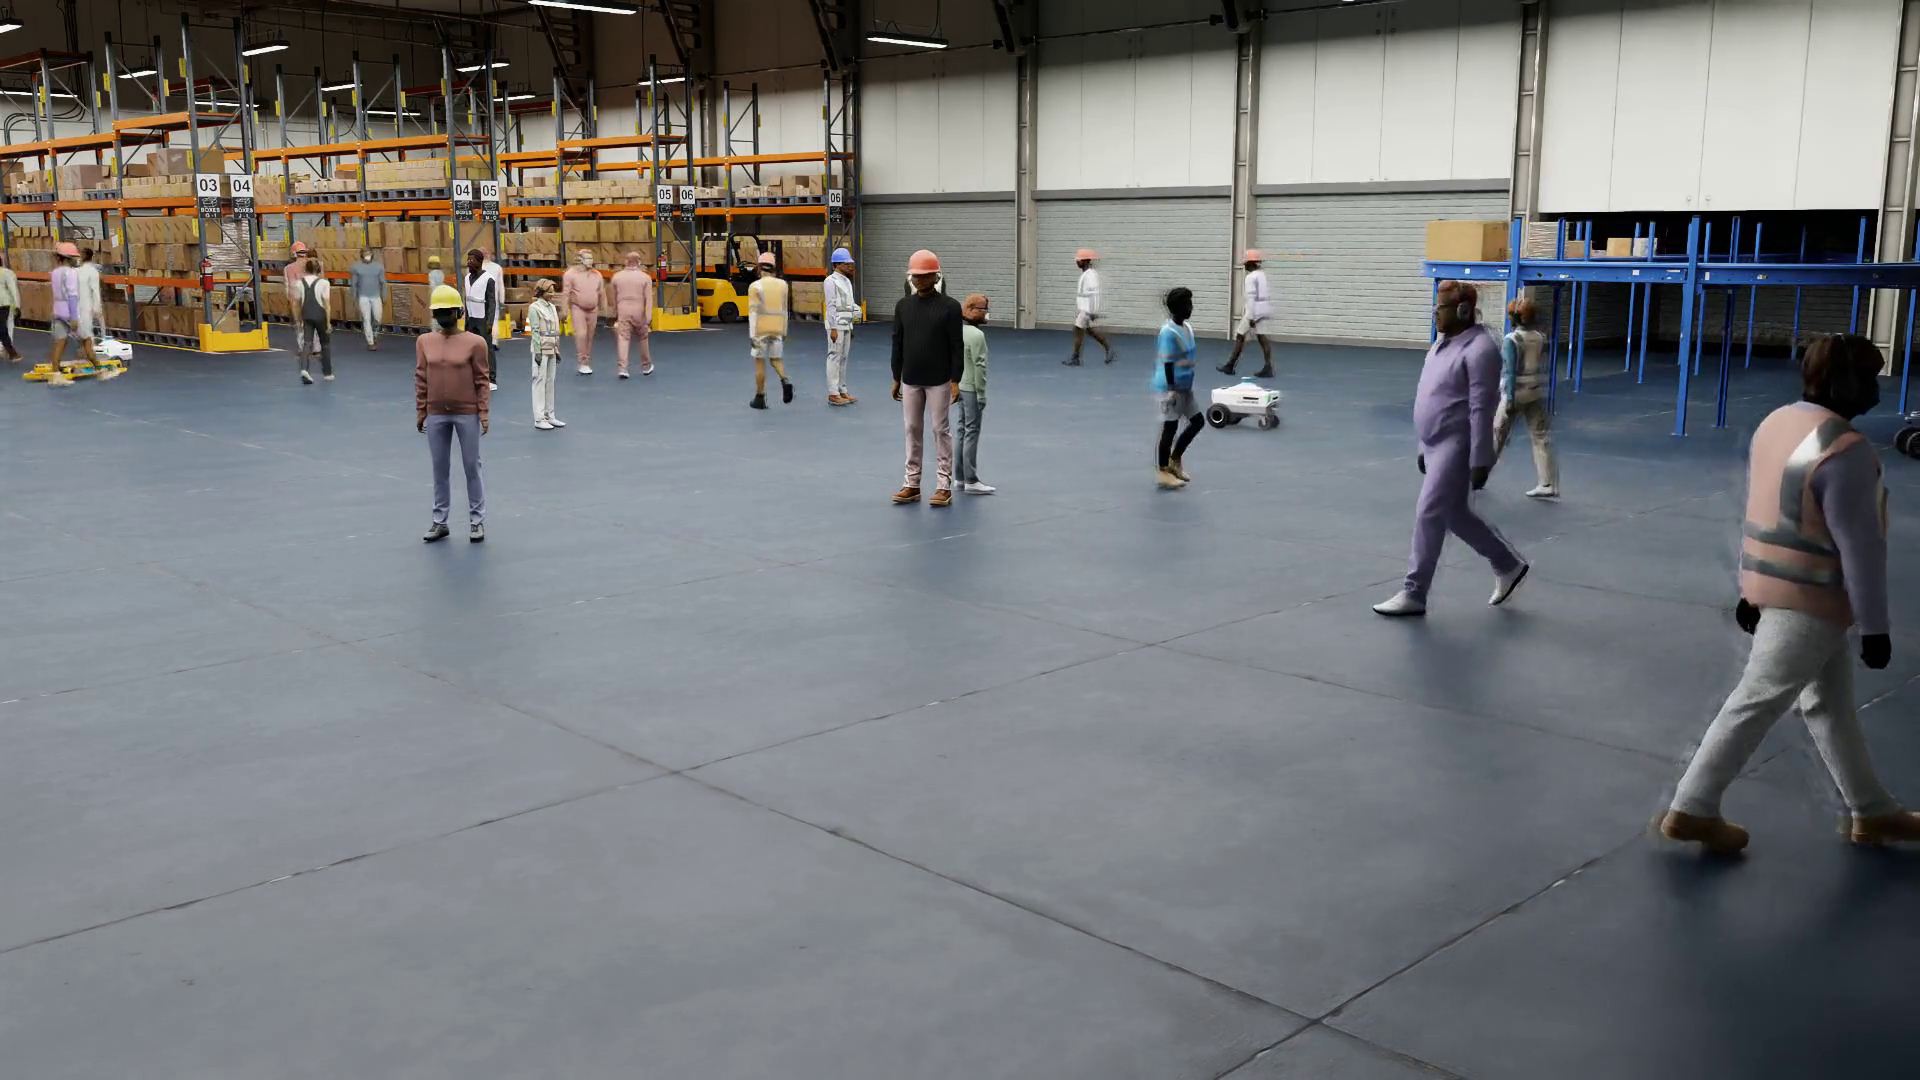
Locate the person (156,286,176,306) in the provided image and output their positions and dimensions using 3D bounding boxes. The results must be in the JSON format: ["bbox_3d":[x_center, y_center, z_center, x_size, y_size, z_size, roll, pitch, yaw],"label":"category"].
[{"bbox_3d":[-17.421,-5.394,36.636,0.797,1.605,0.513,10,14,44],"label":"person"}]

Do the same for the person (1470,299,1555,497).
[{"bbox_3d":[4.521,-1.159,13.544,0.538,1.587,0.878,-7,13,-35],"label":"person"}]

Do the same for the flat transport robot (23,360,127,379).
[{"bbox_3d":[-13.287,-2.571,24.995,0.652,0.197,1.431,2,11,10],"label":"flat transport robot"}]

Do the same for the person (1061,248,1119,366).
[{"bbox_3d":[2.152,-3.809,27.209,0.897,1.908,0.546,0,10,-3],"label":"person"}]

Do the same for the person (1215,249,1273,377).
[{"bbox_3d":[4.333,-3.411,25.040,0.969,1.887,0.563,8,13,38],"label":"person"}]

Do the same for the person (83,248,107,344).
[{"bbox_3d":[-17.014,-4.782,32.575,0.535,1.868,0.309,-9,14,-41],"label":"person"}]

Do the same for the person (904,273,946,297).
[{"bbox_3d":[-0.509,-3.269,24.417,0.646,1.832,0.495,-2,11,-9],"label":"person"}]

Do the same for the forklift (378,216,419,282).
[{"bbox_3d":[-17.868,-9.201,54.028,1.873,2.768,1.129,-10,14,-44],"label":"forklift"}]

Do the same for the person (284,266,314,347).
[{"bbox_3d":[-12.664,-4.674,31.974,0.573,1.880,0.963,-4,11,-22],"label":"person"}]

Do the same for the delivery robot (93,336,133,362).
[{"bbox_3d":[-13.285,-2.948,26.019,0.477,0.478,0.707,1,10,4],"label":"delivery robot"}]

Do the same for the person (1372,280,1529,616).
[{"bbox_3d":[2.807,-0.519,9.326,0.901,1.875,0.651,-1,10,-6],"label":"person"}]

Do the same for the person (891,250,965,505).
[{"bbox_3d":[-0.273,-1.271,13.088,0.626,1.991,0.393,5,12,27],"label":"person"}]

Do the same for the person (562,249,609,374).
[{"bbox_3d":[-5.669,-3.457,25.287,0.693,1.886,0.773,-8,13,-39],"label":"person"}]

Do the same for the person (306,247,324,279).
[{"bbox_3d":[-14.466,-5.587,37.049,0.924,1.852,0.587,9,14,42],"label":"person"}]

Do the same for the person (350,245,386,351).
[{"bbox_3d":[-10.946,-4.483,30.791,0.634,1.922,0.531,-5,12,-26],"label":"person"}]

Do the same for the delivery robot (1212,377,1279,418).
[{"bbox_3d":[3.171,-1.563,18.467,0.707,0.478,0.477,6,12,29],"label":"delivery robot"}]

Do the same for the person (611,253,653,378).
[{"bbox_3d":[-4.905,-3.368,24.918,0.667,1.852,1.016,1,10,3],"label":"person"}]

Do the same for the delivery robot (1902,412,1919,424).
[{"bbox_3d":[9.426,-1.222,15.895,0.698,0.223,0.335,3,11,14],"label":"delivery robot"}]

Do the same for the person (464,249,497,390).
[{"bbox_3d":[-6.584,-3.021,22.836,0.593,1.920,0.391,8,13,36],"label":"person"}]

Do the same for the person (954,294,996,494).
[{"bbox_3d":[0.106,-1.215,13.767,0.286,1.631,0.501,-3,11,-18],"label":"person"}]

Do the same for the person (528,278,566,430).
[{"bbox_3d":[-4.559,-2.046,18.280,0.308,1.640,0.511,2,11,12],"label":"person"}]

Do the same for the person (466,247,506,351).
[{"bbox_3d":[-8.577,-4.330,30.034,0.678,1.889,0.462,-5,11,-24],"label":"person"}]

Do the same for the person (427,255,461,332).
[{"bbox_3d":[-10.391,-4.832,33.254,0.684,1.711,0.484,4,11,20],"label":"person"}]

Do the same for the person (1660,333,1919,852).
[{"bbox_3d":[2.905,0.199,5.647,0.982,1.793,0.637,1,10,6],"label":"person"}]

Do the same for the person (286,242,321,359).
[{"bbox_3d":[-11.341,-4.136,28.705,0.396,1.993,0.618,7,12,33],"label":"person"}]

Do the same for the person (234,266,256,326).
[{"bbox_3d":[-16.721,-5.855,38.890,0.540,1.695,0.317,-3,11,-15],"label":"person"}]

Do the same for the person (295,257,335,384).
[{"bbox_3d":[-9.291,-3.158,23.895,0.523,1.812,0.916,0,10,0],"label":"person"}]

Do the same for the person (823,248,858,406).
[{"bbox_3d":[-1.505,-2.681,20.898,0.387,1.948,0.601,3,11,17],"label":"person"}]

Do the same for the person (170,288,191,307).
[{"bbox_3d":[-20.197,-6.645,42.992,0.966,1.786,0.595,9,13,39],"label":"person"}]

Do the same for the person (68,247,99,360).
[{"bbox_3d":[-13.976,-3.680,26.429,0.649,1.924,0.488,1,10,3],"label":"person"}]

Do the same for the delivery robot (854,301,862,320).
[{"bbox_3d":[-2.557,-5.479,39.820,0.477,0.478,0.707,-2,10,-10],"label":"delivery robot"}]

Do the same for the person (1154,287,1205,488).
[{"bbox_3d":[1.832,-1.275,13.953,0.382,1.679,0.547,6,12,29],"label":"person"}]

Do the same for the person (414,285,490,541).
[{"bbox_3d":[-3.521,-0.875,11.546,0.523,1.769,0.315,0,10,2],"label":"person"}]

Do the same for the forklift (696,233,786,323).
[{"bbox_3d":[-5.496,-6.489,41.108,2.313,2.155,1.214,-10,14,-44],"label":"forklift"}]

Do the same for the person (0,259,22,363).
[{"bbox_3d":[-15.935,-3.882,27.513,0.627,1.930,1.075,0,10,0],"label":"person"}]

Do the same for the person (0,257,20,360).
[{"bbox_3d":[-16.437,-3.986,28.449,0.638,1.799,0.979,-6,12,-31],"label":"person"}]

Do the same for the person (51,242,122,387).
[{"bbox_3d":[-12.409,-3.167,23.403,0.639,1.995,1.003,7,13,35],"label":"person"}]

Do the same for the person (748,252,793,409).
[{"bbox_3d":[-2.310,-2.557,20.335,0.575,1.910,0.622,-8,13,-37],"label":"person"}]
